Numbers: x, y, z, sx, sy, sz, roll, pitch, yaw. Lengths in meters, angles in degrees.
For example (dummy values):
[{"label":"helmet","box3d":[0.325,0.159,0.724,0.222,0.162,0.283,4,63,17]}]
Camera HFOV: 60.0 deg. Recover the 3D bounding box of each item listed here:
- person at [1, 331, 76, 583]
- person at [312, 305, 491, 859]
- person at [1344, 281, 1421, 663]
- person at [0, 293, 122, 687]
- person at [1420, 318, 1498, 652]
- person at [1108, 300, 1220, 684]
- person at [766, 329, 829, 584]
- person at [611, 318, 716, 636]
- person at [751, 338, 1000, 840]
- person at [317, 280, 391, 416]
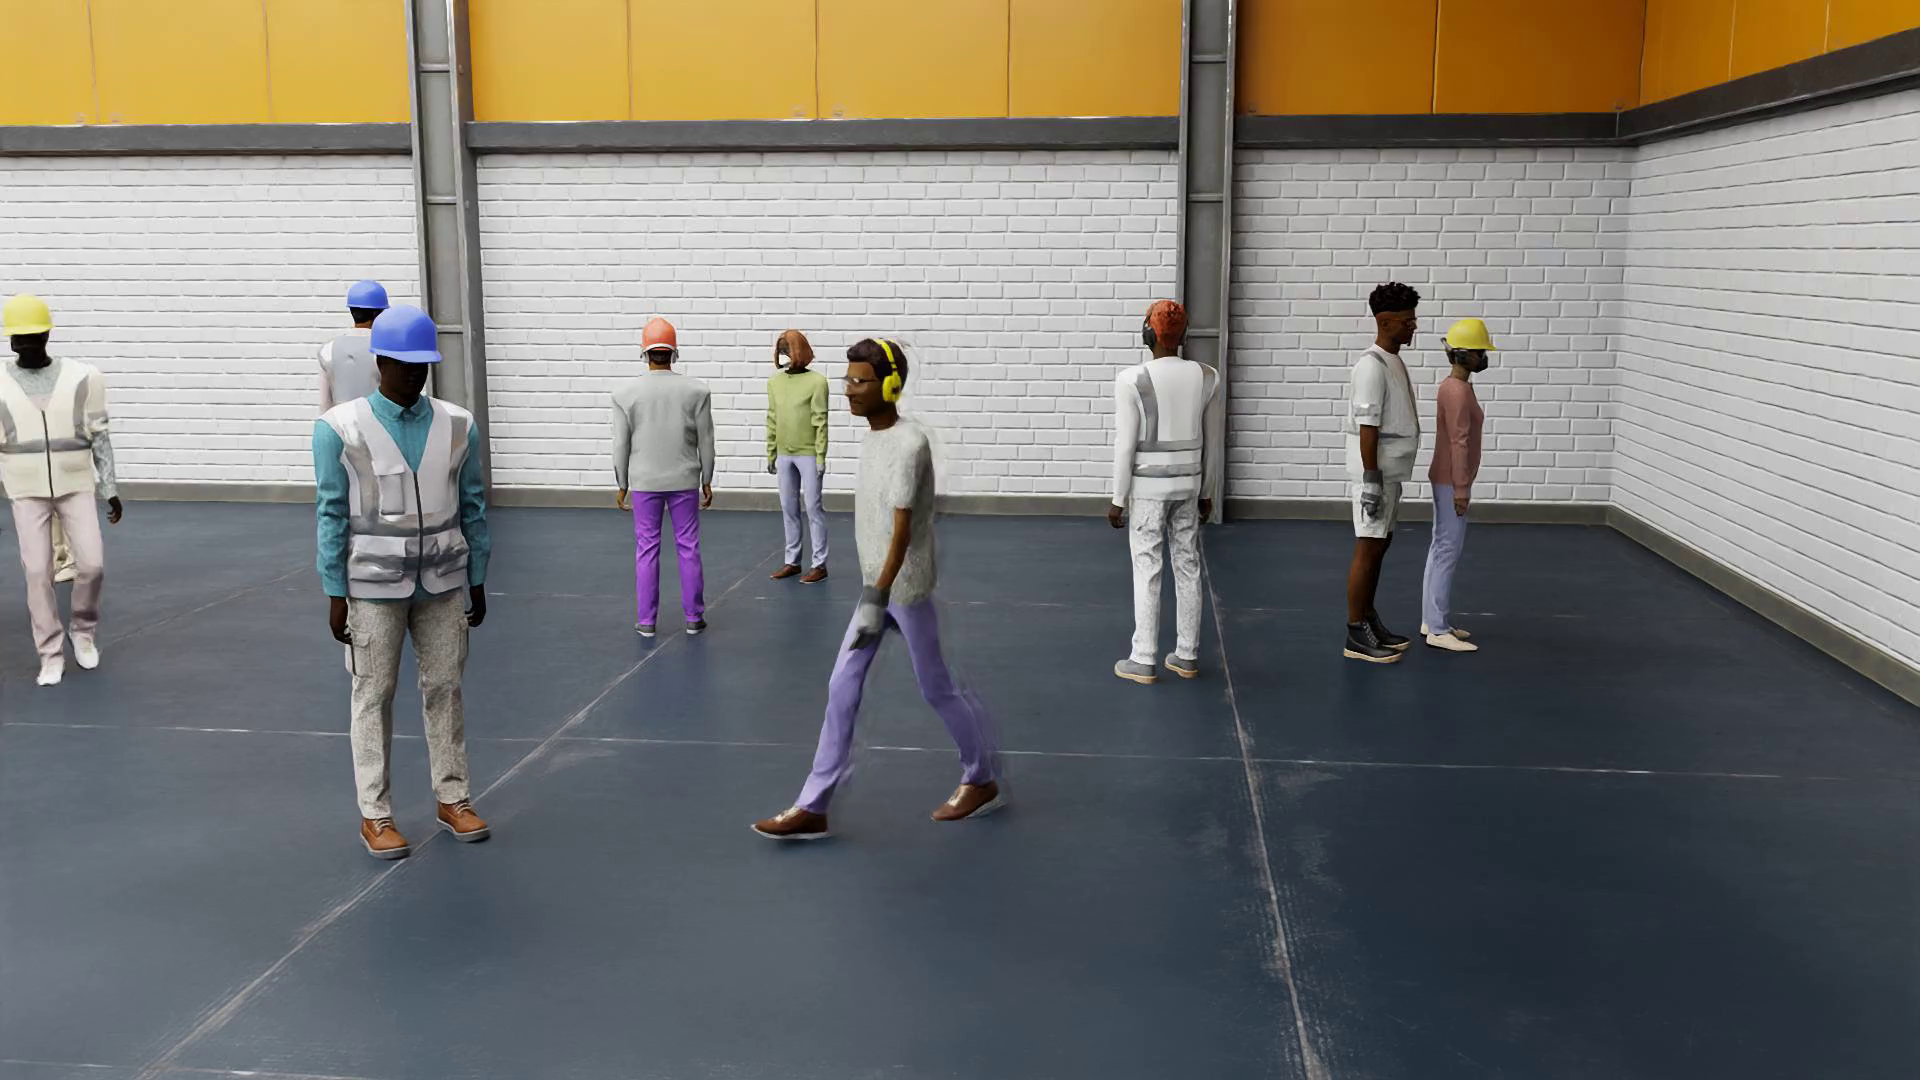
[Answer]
[{"label":"person","box3d":[-5.888,-0.601,10.671,0.517,1.757,0.337,9,13,40]},{"label":"person","box3d":[-1.945,0.147,5.871,0.605,1.940,0.415,-8,13,-38]},{"label":"person","box3d":[2.204,-0.359,8.677,0.361,1.963,0.618,5,11,24]},{"label":"person","box3d":[-4.494,-0.251,8.200,0.630,1.914,0.410,-6,11,-30]},{"label":"person","box3d":[2.670,-0.297,8.900,0.319,1.767,0.534,2,10,11]},{"label":"person","box3d":[1.000,-0.233,8.195,0.581,1.882,0.351,-4,11,-24]},{"label":"person","box3d":[-1.041,-0.534,10.662,0.494,1.624,0.280,6,12,33]},{"label":"person","box3d":[-1.631,-0.343,9.185,0.563,1.755,0.323,-2,10,-13]},{"label":"person","box3d":[-0.259,0.183,6.018,1.002,1.819,0.503,-6,12,-32]},{"label":"person","box3d":[-3.554,-0.592,10.064,0.614,1.945,0.406,2,10,11]}]
